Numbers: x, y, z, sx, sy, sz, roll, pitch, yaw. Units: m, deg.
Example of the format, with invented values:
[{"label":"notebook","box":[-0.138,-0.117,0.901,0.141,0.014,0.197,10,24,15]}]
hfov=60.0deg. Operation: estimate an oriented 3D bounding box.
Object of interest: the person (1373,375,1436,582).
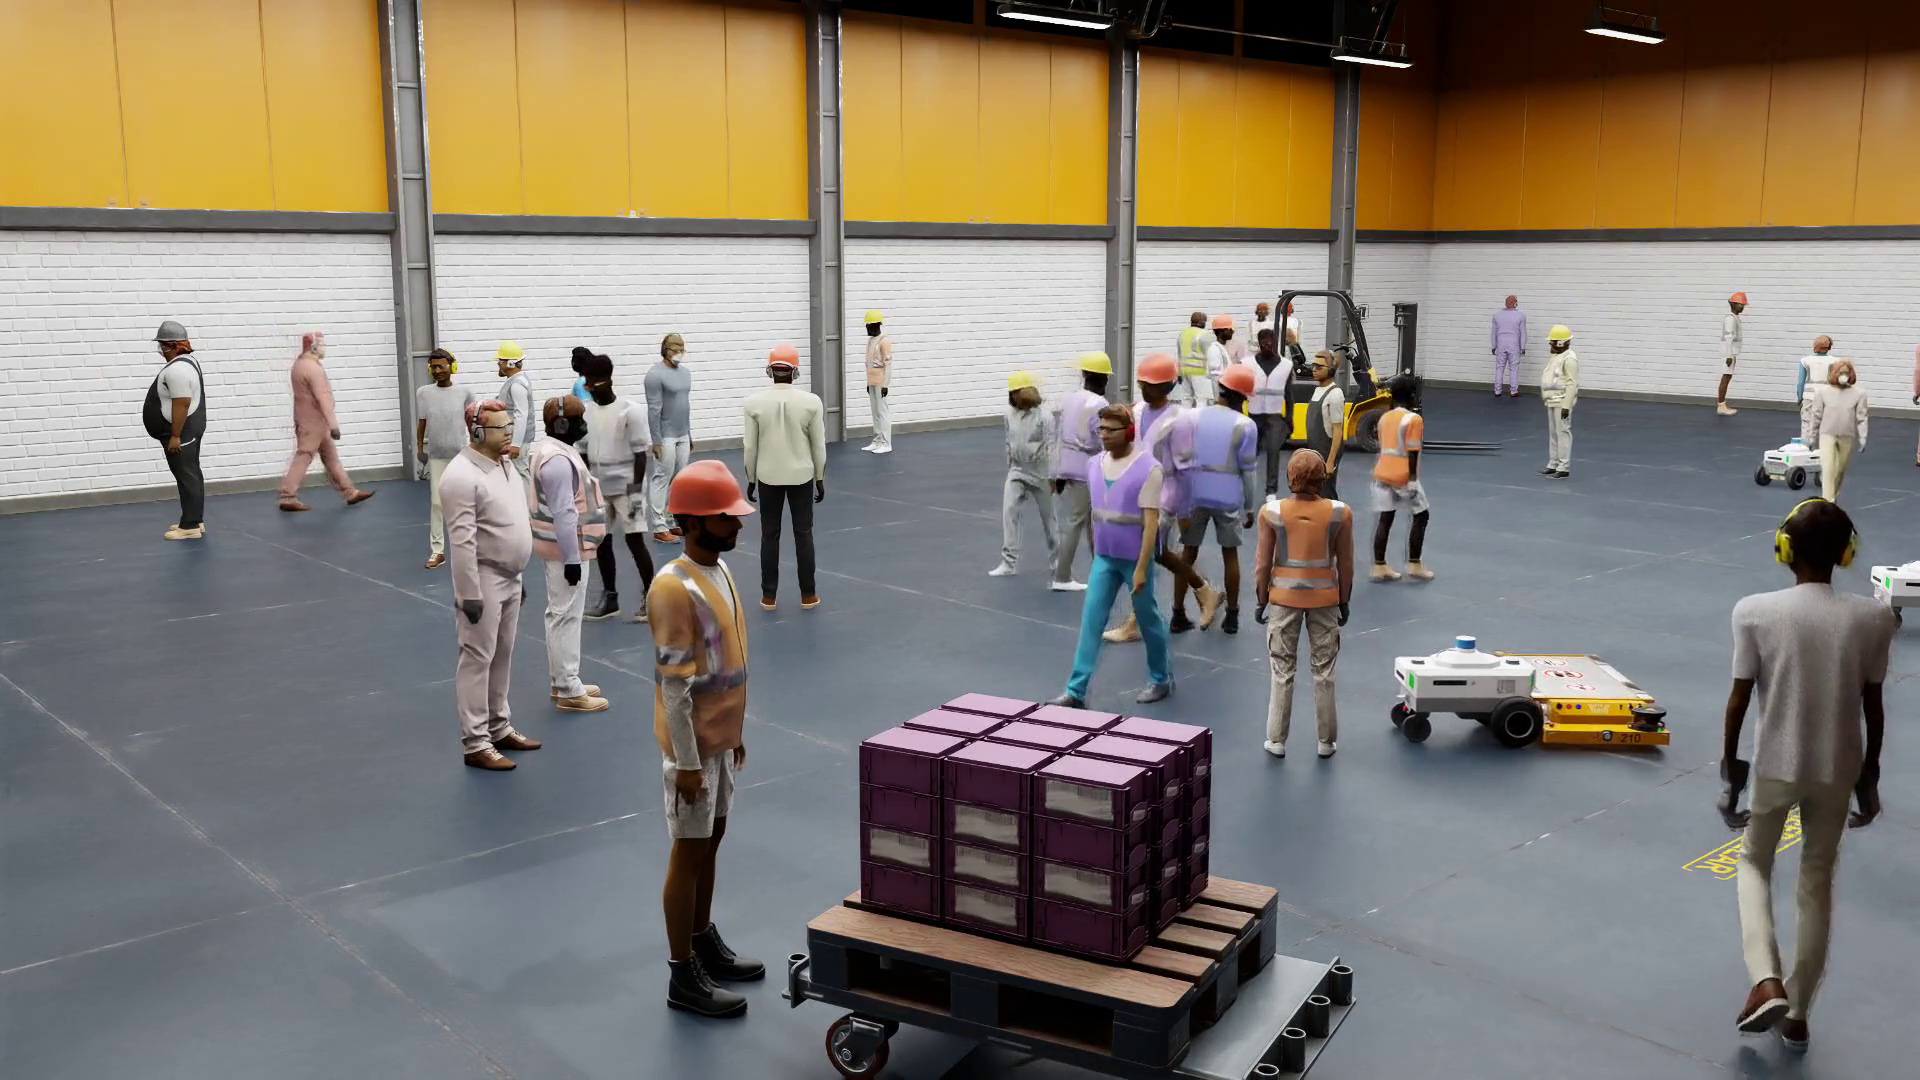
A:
[{"label":"person","box":[3.615,-0.496,13.480,0.637,1.671,0.554,-4,10,-20]}]

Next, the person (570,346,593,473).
[{"label":"person","box":[-3.931,-1.176,17.435,0.318,1.696,0.537,-1,10,-4]}]

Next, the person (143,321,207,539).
[{"label":"person","box":[-7.353,-1.032,15.583,0.538,2.000,0.683,-3,10,-16]}]

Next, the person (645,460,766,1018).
[{"label":"person","box":[-0.880,0.682,5.844,0.361,1.940,0.543,1,10,9]}]

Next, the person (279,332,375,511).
[{"label":"person","box":[-6.653,-1.232,17.300,1.010,1.849,0.672,-6,11,-32]}]

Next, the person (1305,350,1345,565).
[{"label":"person","box":[3.092,-0.700,14.208,0.343,1.846,0.507,-2,10,-10]}]

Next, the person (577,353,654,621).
[{"label":"person","box":[-2.500,-0.372,11.986,0.668,1.947,0.508,5,11,29]}]

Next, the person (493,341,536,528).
[{"label":"person","box":[-4.249,-0.976,15.858,0.403,1.835,0.588,-3,10,-15]}]

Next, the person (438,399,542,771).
[{"label":"person","box":[-2.418,0.219,8.646,0.401,1.910,0.641,2,10,9]}]

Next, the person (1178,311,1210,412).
[{"label":"person","box":[3.463,-2.453,24.548,0.436,1.834,0.646,-5,11,-28]}]

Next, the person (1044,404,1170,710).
[{"label":"person","box":[0.920,0.111,9.607,0.965,1.795,0.589,-9,13,-44]}]

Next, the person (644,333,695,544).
[{"label":"person","box":[-2.664,-0.942,15.369,0.376,1.934,0.629,4,11,23]}]

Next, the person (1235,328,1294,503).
[{"label":"person","box":[3.291,-1.354,18.017,0.636,1.862,0.789,1,10,3]}]

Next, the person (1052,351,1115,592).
[{"label":"person","box":[1.086,-0.537,13.126,0.871,1.891,0.594,-4,10,-22]}]

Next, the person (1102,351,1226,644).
[{"label":"person","box":[1.439,-0.293,11.384,0.935,2.004,0.628,-4,11,-23]}]

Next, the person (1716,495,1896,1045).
[{"label":"person","box":[2.799,0.785,5.517,0.512,1.853,0.444,3,10,18]}]

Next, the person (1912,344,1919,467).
[{"label":"person","box":[12.224,-1.841,20.708,0.639,1.911,0.406,6,12,33]}]

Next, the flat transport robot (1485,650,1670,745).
[{"label":"flat transport robot","box":[3.494,0.882,9.549,0.652,0.197,1.431,1,10,4]}]

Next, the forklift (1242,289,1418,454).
[{"label":"forklift","box":[5.034,-2.339,22.783,2.313,2.155,1.214,3,10,16]}]

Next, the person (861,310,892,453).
[{"label":"person","box":[-1.119,-2.123,22.311,0.375,1.922,0.594,-5,11,-26]}]

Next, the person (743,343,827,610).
[{"label":"person","box":[-1.300,-0.467,12.406,0.615,1.994,0.381,-1,10,-4]}]

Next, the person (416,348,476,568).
[{"label":"person","box":[-4.332,-0.689,14.075,0.526,1.869,0.314,-1,10,-6]}]

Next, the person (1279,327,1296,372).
[{"label":"person","box":[4.684,-2.299,24.285,0.725,1.603,0.494,0,10,2]}]

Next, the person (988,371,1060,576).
[{"label":"person","box":[0.616,-0.544,13.744,0.547,1.698,0.616,6,11,30]}]

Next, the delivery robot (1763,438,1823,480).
[{"label":"delivery robot","box":[9.544,-0.923,19.015,0.707,0.478,0.477,-5,11,-28]}]

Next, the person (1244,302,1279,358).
[{"label":"person","box":[5.048,-3.068,27.995,0.604,1.868,0.431,5,11,25]}]

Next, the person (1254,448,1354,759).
[{"label":"person","box":[1.798,0.339,8.722,0.514,1.641,0.309,1,10,6]}]

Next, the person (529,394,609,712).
[{"label":"person","box":[-2.276,0.073,9.698,0.429,1.844,0.623,-3,10,-18]}]

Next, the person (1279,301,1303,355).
[{"label":"person","box":[5.517,-3.094,28.117,0.575,1.882,0.360,-3,10,-15]}]

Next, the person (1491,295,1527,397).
[{"label":"person","box":[10.294,-3.629,31.177,0.654,1.906,0.406,7,12,34]}]

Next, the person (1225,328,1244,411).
[{"label":"person","box":[3.830,-2.299,23.823,0.540,1.749,0.488,4,11,23]}]

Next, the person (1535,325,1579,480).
[{"label":"person","box":[7.089,-1.629,19.695,0.404,1.829,0.591,0,10,1]}]

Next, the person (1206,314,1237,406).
[{"label":"person","box":[3.154,-1.756,20.109,0.354,1.942,0.545,3,10,16]}]

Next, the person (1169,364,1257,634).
[{"label":"person","box":[1.780,-0.283,11.594,0.572,1.906,0.414,4,10,22]}]

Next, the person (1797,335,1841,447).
[{"label":"person","box":[10.875,-1.769,21.068,0.514,1.642,0.310,7,12,37]}]

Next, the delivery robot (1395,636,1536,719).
[{"label":"delivery robot","box":[2.757,0.769,9.104,0.707,0.478,0.477,0,10,1]}]

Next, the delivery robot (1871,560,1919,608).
[{"label":"delivery robot","box":[6.851,0.318,11.748,0.707,0.478,0.477,2,10,11]}]

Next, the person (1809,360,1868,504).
[{"label":"person","box":[8.942,-1.046,16.959,0.508,1.594,0.835,3,10,17]}]

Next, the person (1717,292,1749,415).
[{"label":"person","box":[12.865,-3.099,27.692,0.400,2.037,0.610,5,11,29]}]
